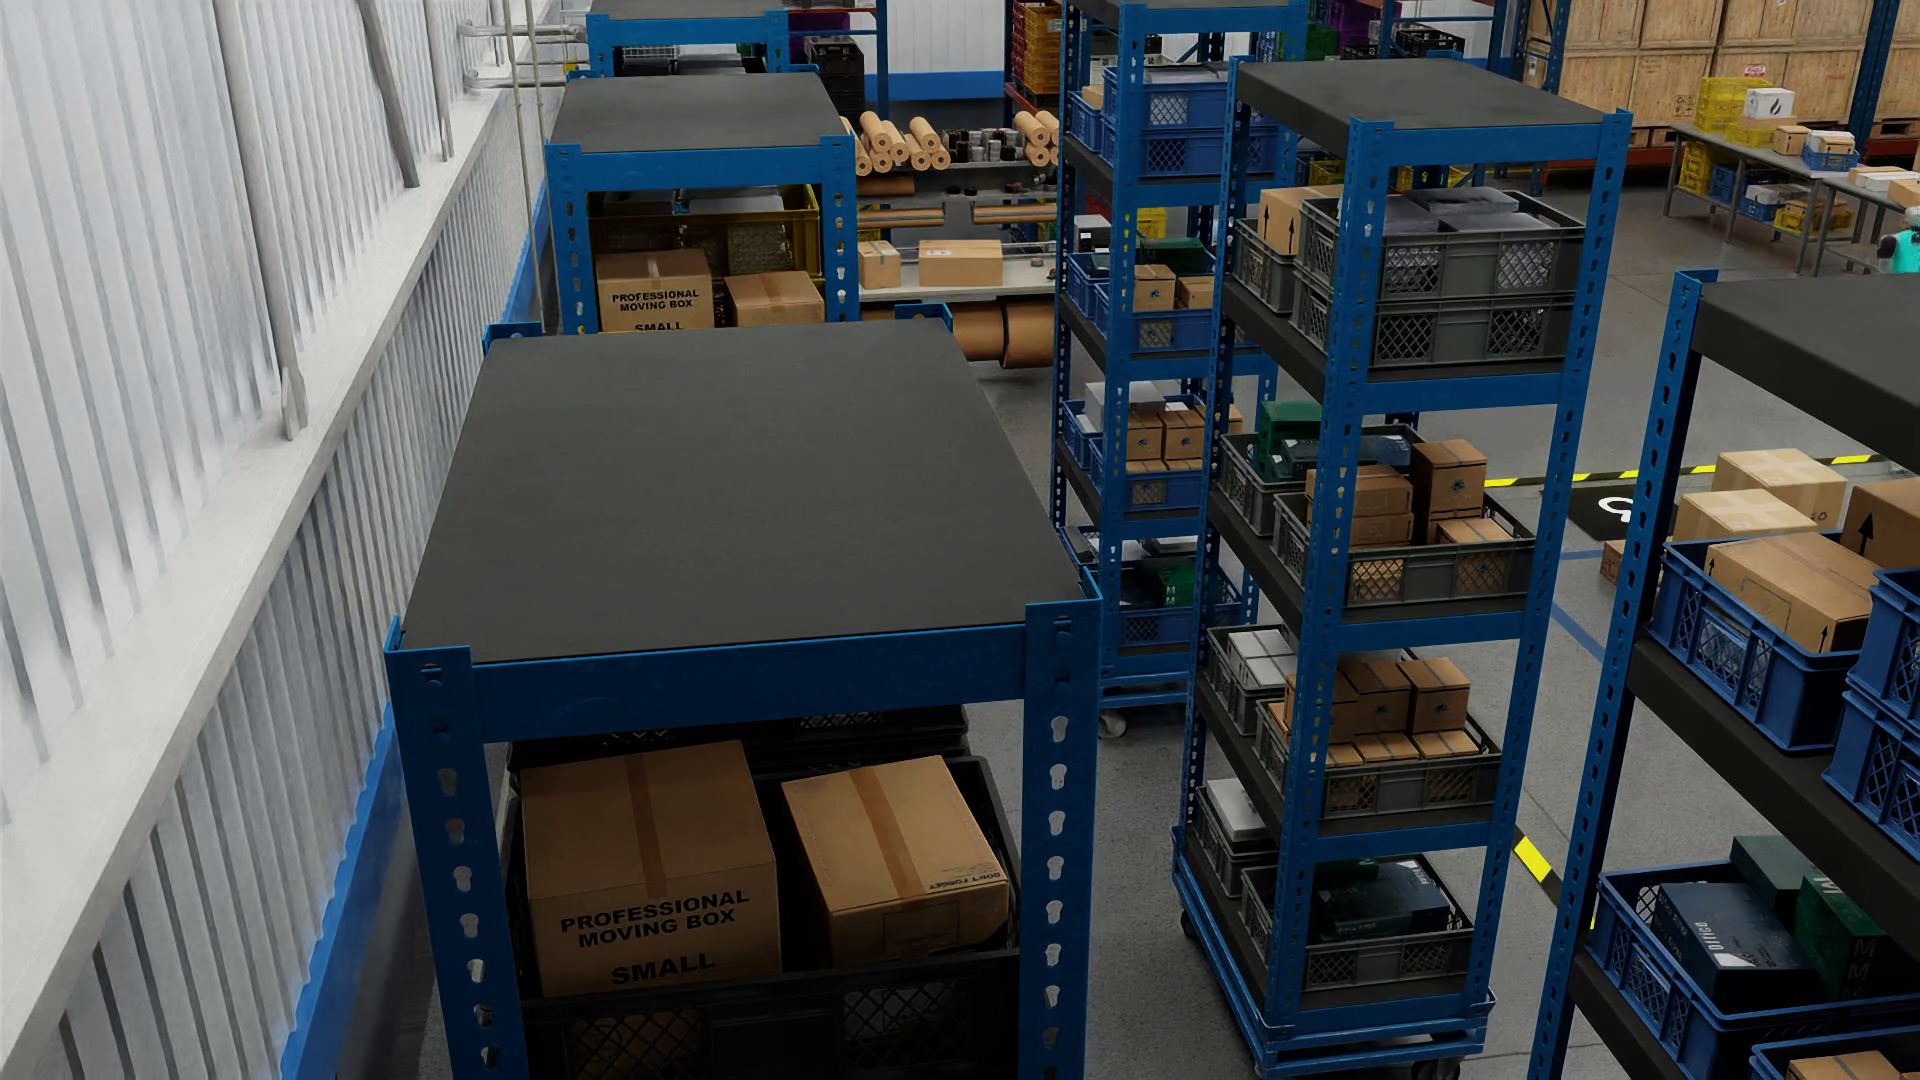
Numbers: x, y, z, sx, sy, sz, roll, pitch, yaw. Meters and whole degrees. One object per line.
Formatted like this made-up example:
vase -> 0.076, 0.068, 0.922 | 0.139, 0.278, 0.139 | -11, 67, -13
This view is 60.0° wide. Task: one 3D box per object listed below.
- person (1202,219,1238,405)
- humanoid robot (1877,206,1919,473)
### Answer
person -> 1.696, -1.241, 11.105 | 0.389, 1.849, 0.587 | -4, 25, -9
humanoid robot -> 6.627, -1.311, 11.517 | 0.548, 1.871, 0.833 | 1, 25, 2
